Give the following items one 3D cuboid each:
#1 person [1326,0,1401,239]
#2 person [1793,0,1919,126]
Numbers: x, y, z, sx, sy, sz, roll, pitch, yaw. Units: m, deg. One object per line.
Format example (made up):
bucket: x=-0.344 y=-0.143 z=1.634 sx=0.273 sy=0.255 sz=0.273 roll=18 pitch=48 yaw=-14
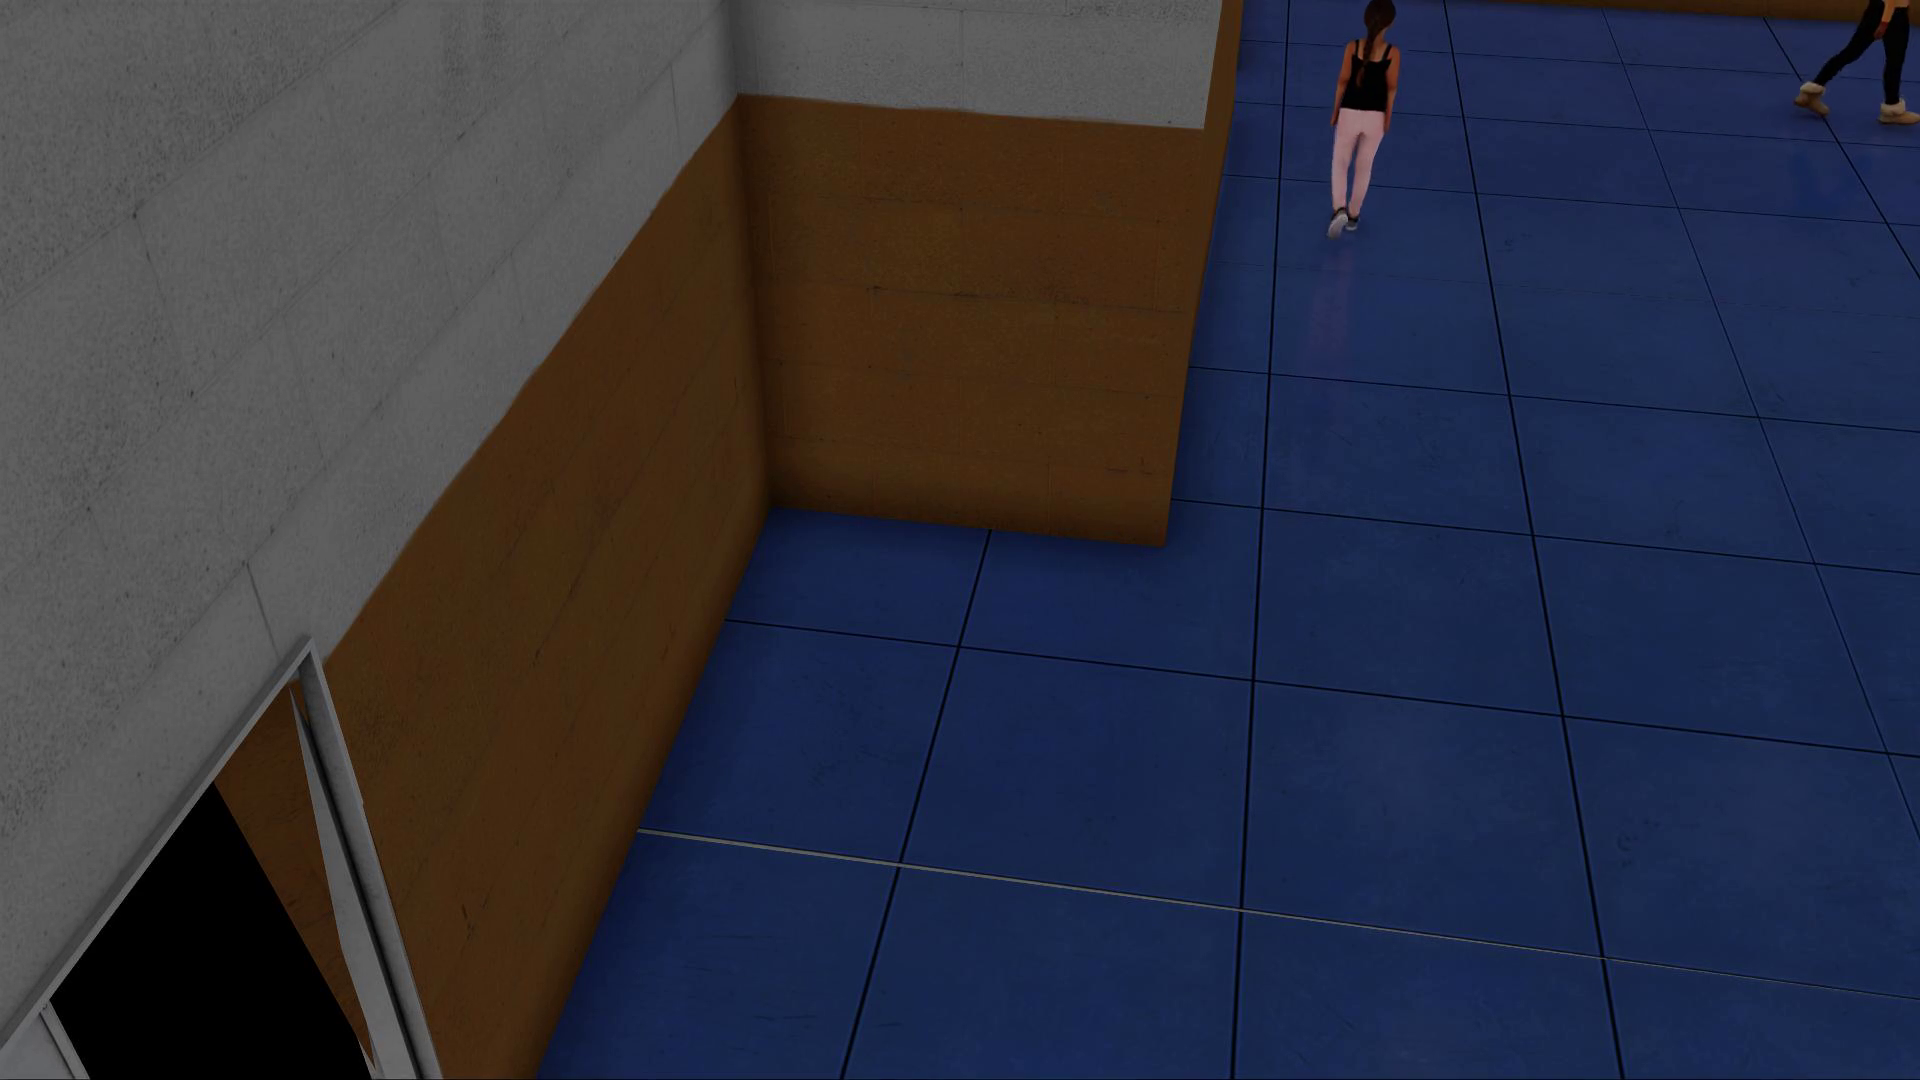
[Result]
person: x=2.511 y=-2.606 z=10.436 sx=0.778 sy=1.546 sz=0.610 roll=9 pitch=38 yaw=11
person: x=6.559 y=-3.784 z=11.938 sx=1.095 sy=1.627 sz=0.597 roll=5 pitch=37 yaw=7
